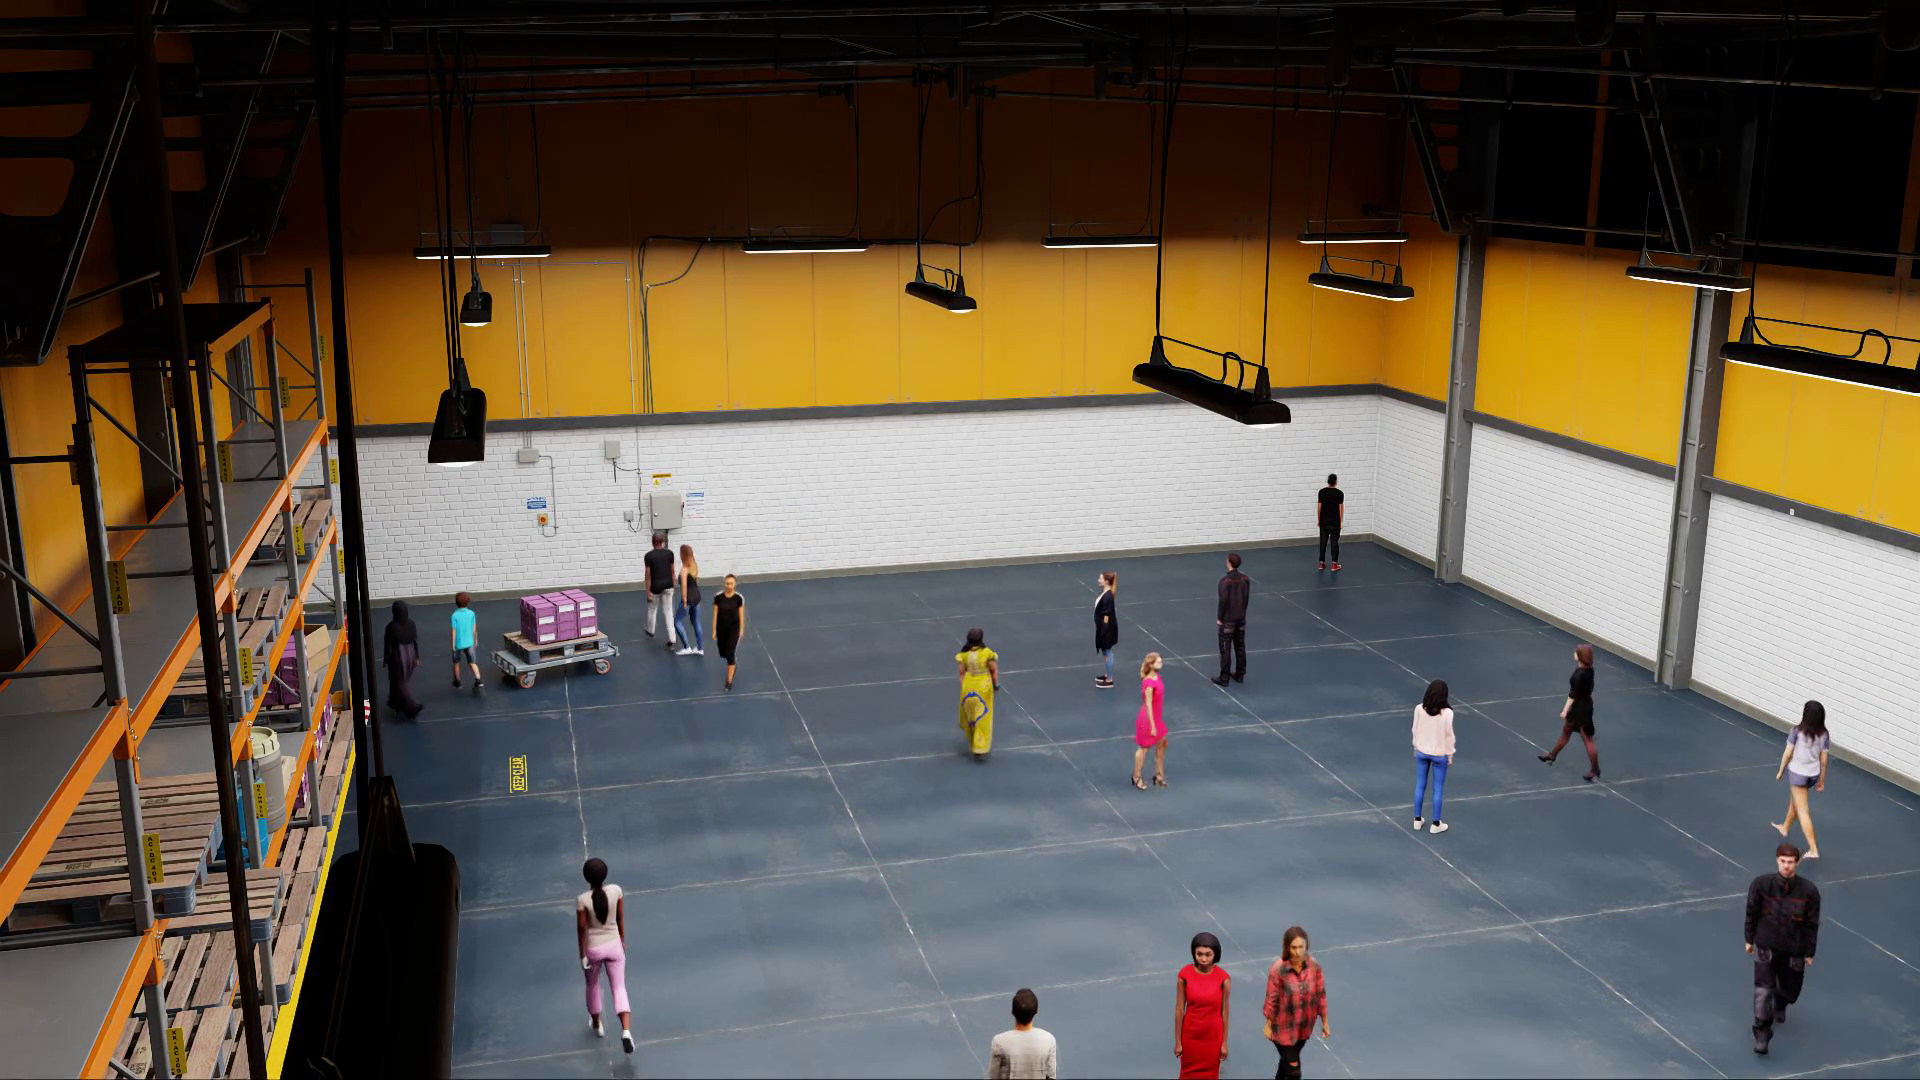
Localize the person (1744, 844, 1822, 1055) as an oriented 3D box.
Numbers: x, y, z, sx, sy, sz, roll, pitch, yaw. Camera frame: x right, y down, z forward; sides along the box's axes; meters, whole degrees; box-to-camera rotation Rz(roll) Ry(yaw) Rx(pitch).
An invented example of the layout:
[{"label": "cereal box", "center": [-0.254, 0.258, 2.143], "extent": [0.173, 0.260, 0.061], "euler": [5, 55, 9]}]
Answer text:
[{"label": "person", "center": [7.010, 3.445, 14.192], "extent": [1.074, 1.818, 1.161], "euler": [7, 15, 25]}]

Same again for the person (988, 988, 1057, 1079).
[{"label": "person", "center": [0.453, 4.053, 11.732], "extent": [0.699, 1.793, 1.004], "euler": [-2, 14, -9]}]

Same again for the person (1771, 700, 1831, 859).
[{"label": "person", "center": [9.130, 2.611, 17.928], "extent": [0.720, 1.680, 1.221], "euler": [-1, 14, -5]}]

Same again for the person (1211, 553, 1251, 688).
[{"label": "person", "center": [3.864, 1.113, 23.618], "extent": [0.740, 1.914, 0.677], "euler": [-7, 15, -28]}]

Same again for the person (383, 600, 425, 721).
[{"label": "person", "center": [-7.438, 1.612, 22.233], "extent": [1.138, 1.597, 0.990], "euler": [11, 17, 37]}]

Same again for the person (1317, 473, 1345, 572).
[{"label": "person", "center": [6.657, -0.333, 29.921], "extent": [0.708, 1.758, 0.766], "euler": [8, 16, 29]}]

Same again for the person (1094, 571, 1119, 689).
[{"label": "person", "center": [2.084, 1.253, 23.533], "extent": [0.769, 1.682, 0.638], "euler": [2, 14, 9]}]

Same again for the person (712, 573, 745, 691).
[{"label": "person", "center": [-3.272, 1.265, 23.566], "extent": [0.815, 1.644, 1.062], "euler": [1, 14, 6]}]

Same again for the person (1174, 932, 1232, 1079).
[{"label": "person", "center": [1.855, 3.827, 12.769], "extent": [0.627, 1.744, 0.607], "euler": [1, 14, 5]}]

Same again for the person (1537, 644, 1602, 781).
[{"label": "person", "center": [7.583, 2.106, 20.034], "extent": [1.104, 1.671, 0.980], "euler": [10, 17, 36]}]

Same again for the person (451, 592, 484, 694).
[{"label": "person", "center": [-6.900, 1.453, 23.257], "extent": [0.764, 1.422, 1.008], "euler": [-11, 17, -38]}]

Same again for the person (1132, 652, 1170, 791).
[{"label": "person", "center": [2.177, 2.144, 19.790], "extent": [0.816, 1.711, 0.758], "euler": [6, 15, 23]}]

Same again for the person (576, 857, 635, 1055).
[{"label": "person", "center": [-2.989, 3.523, 14.081], "extent": [0.706, 1.718, 1.099], "euler": [-7, 15, -25]}]

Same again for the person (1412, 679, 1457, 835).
[{"label": "person", "center": [5.278, 2.404, 18.594], "extent": [0.691, 1.769, 0.789], "euler": [11, 17, 37]}]

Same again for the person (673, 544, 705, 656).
[{"label": "person", "center": [-3.978, 0.915, 24.870], "extent": [0.765, 1.709, 0.699], "euler": [6, 15, 24]}]

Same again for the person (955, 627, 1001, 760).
[{"label": "person", "center": [0.215, 1.939, 20.851], "extent": [1.158, 1.611, 1.333], "euler": [4, 14, 15]}]

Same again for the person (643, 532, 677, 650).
[{"label": "person", "center": [-4.507, 0.806, 25.241], "extent": [0.872, 1.747, 1.281], "euler": [-7, 15, -28]}]

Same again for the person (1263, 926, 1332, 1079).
[{"label": "person", "center": [2.583, 3.792, 13.093], "extent": [0.669, 1.660, 1.030], "euler": [-5, 15, -21]}]
